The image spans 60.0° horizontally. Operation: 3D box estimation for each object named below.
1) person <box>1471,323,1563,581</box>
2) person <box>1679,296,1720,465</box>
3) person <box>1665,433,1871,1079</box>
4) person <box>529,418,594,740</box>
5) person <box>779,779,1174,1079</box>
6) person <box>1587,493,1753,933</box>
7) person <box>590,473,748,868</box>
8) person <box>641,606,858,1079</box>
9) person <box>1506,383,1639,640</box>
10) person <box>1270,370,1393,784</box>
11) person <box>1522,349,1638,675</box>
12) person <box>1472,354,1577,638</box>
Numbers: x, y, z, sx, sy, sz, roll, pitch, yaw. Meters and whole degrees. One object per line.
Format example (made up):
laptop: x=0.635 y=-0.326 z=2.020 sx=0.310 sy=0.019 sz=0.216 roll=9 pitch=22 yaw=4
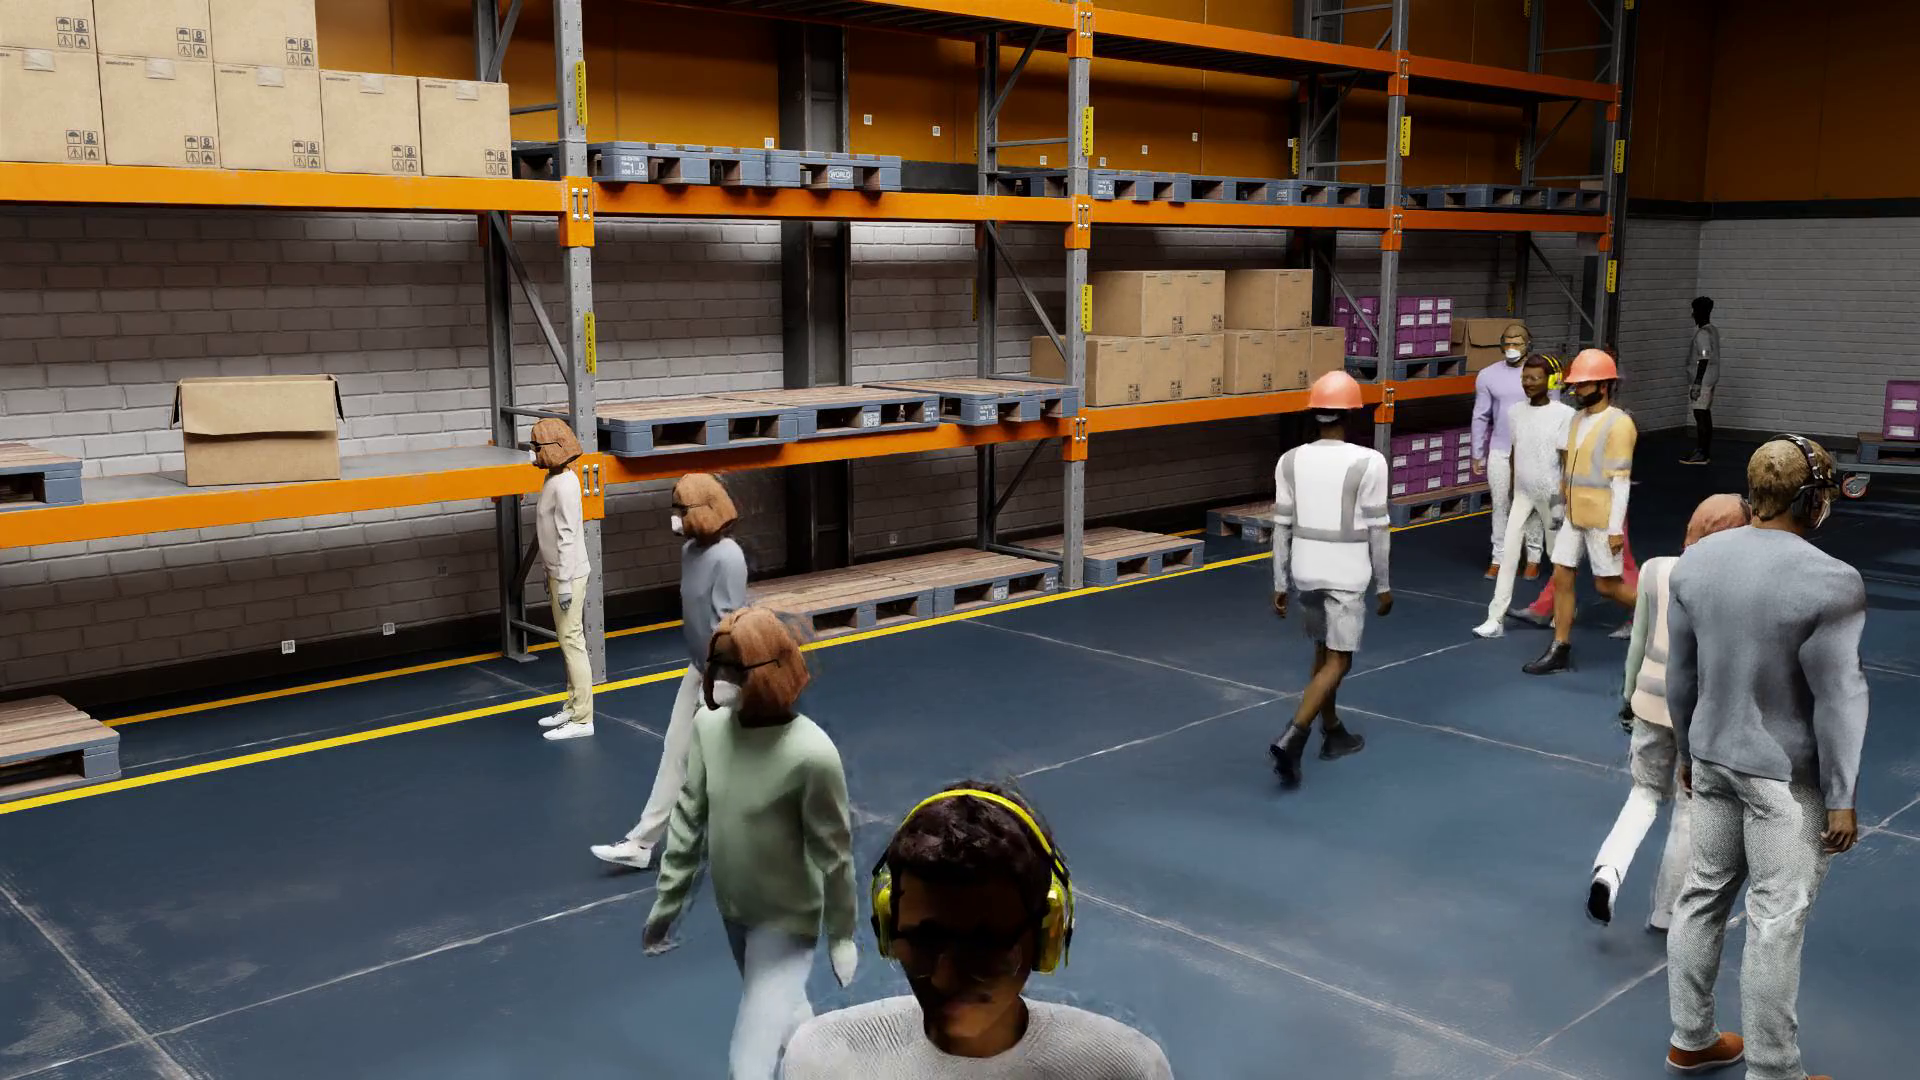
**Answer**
person: x=4.156 y=-0.651 z=12.458 sx=0.655 sy=1.932 sz=0.379 roll=6 pitch=11 yaw=30
person: x=8.681 y=-1.862 z=19.472 sx=0.371 sy=1.960 sz=0.609 roll=7 pitch=12 yaw=34
person: x=2.293 y=0.662 z=4.761 sx=0.371 sy=1.941 sz=0.627 roll=-4 pitch=11 yaw=-23
person: x=-2.016 y=0.193 z=8.426 sx=0.277 sy=1.629 sz=0.497 roll=-3 pitch=10 yaw=-19
person: x=-0.001 y=1.171 z=2.153 sx=0.539 sy=1.829 sz=0.982 roll=2 pitch=10 yaw=11
person: x=2.515 y=0.636 z=5.823 sx=0.466 sy=1.618 sz=0.536 roll=-8 pitch=12 yaw=-37
person: x=-1.012 y=0.538 z=6.511 sx=0.855 sy=1.588 sz=0.519 roll=-7 pitch=12 yaw=-35
person: x=-0.548 y=0.958 z=4.040 sx=0.839 sy=1.596 sz=0.507 roll=-9 pitch=13 yaw=-43
person: x=3.992 y=-0.221 z=10.579 sx=0.919 sy=1.719 sz=0.537 roll=1 pitch=10 yaw=6
person: x=1.691 y=0.169 z=7.765 sx=0.544 sy=1.914 sz=0.894 roll=9 pitch=13 yaw=41
person: x=3.751 y=-0.150 z=9.631 sx=0.864 sy=1.909 sz=0.564 roll=-2 pitch=10 yaw=-12
person: x=3.714 y=-0.287 z=10.693 sx=1.021 sy=1.817 sz=0.539 roll=-8 pitch=13 yaw=-40
